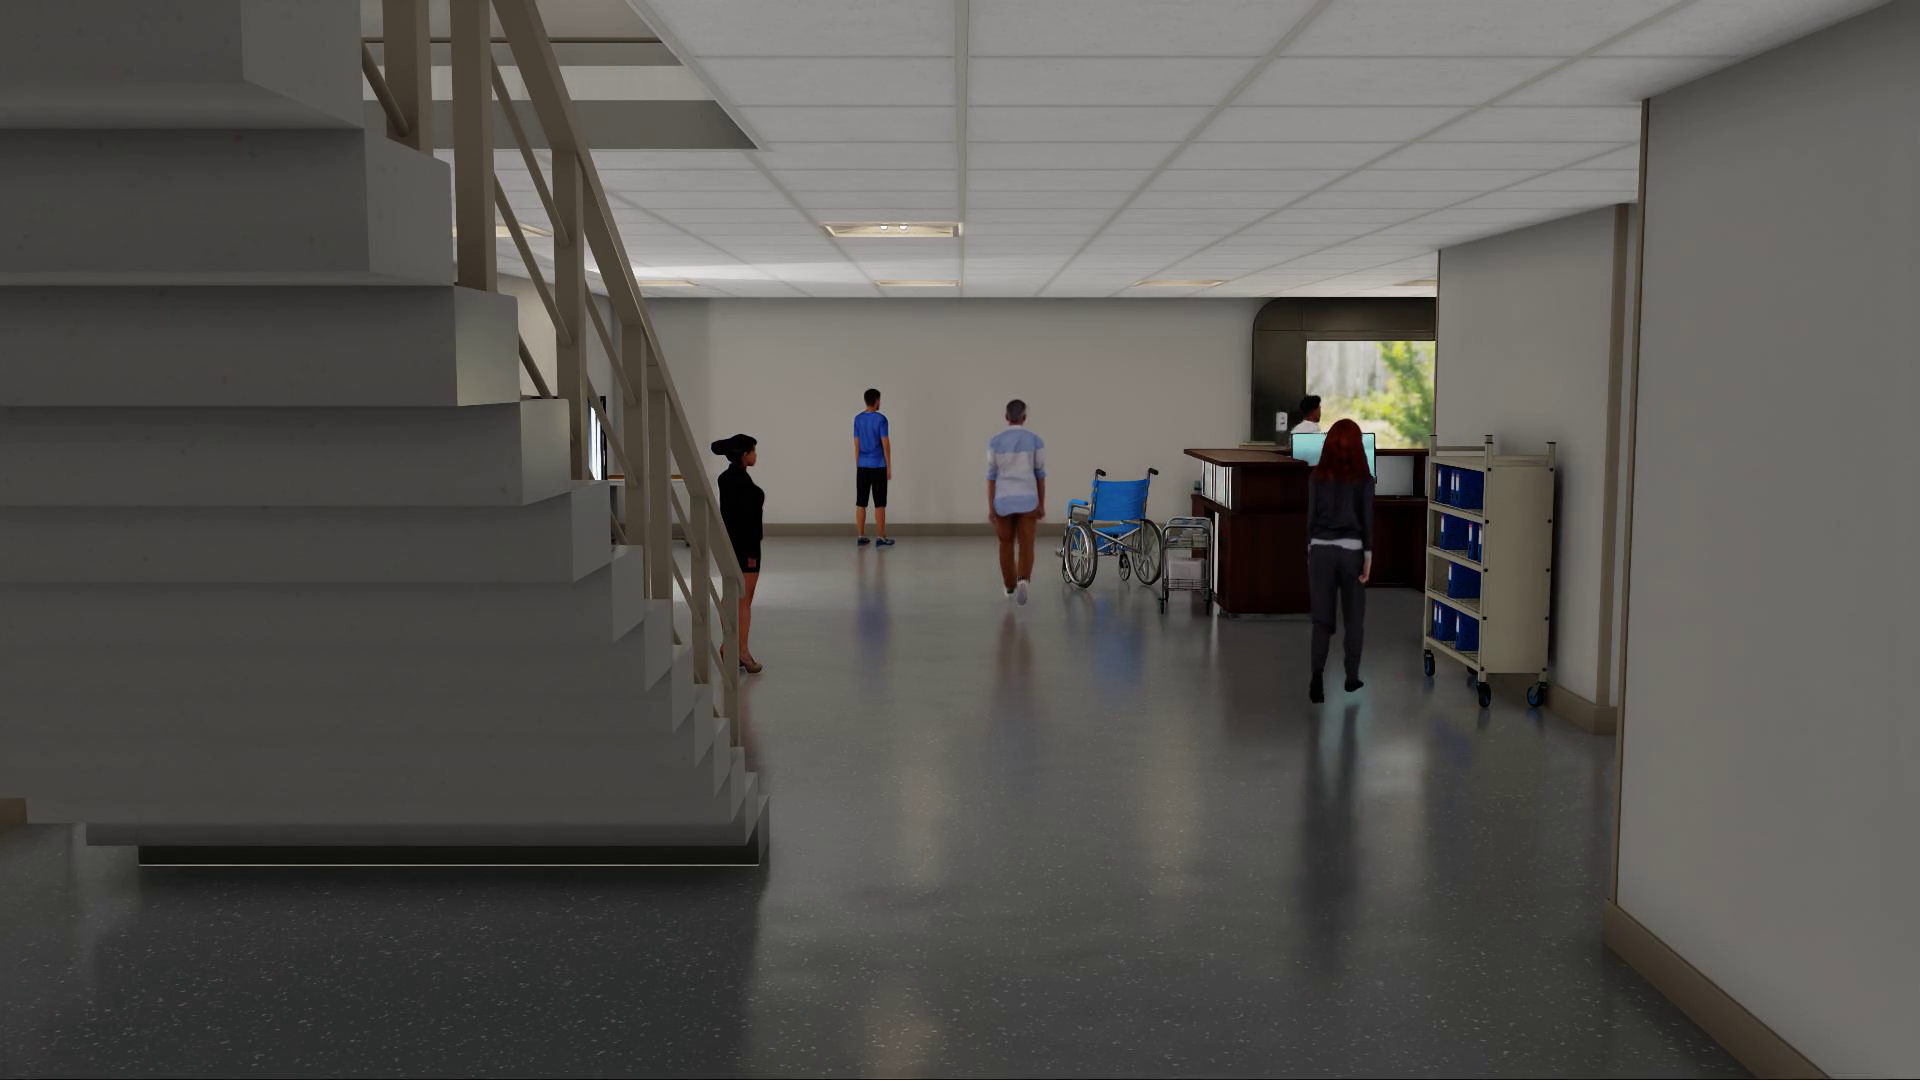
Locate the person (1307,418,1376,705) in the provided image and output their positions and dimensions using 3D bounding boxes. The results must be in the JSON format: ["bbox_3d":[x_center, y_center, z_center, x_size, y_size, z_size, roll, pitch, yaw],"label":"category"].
[{"bbox_3d":[2.288,0.166,10.191,0.872,1.735,1.203,2,6,21],"label":"person"}]

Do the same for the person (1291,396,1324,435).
[{"bbox_3d":[3.657,-0.631,17.861,0.985,1.785,1.145,-2,6,-22],"label":"person"}]

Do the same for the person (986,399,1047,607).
[{"bbox_3d":[0.496,-0.310,14.616,0.700,1.797,1.116,0,6,2],"label":"person"}]

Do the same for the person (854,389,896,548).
[{"bbox_3d":[-1.051,-0.860,19.728,0.692,1.867,0.692,2,6,23],"label":"person"}]

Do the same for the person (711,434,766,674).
[{"bbox_3d":[-1.514,0.089,11.448,0.745,1.637,0.682,-4,7,-36],"label":"person"}]
